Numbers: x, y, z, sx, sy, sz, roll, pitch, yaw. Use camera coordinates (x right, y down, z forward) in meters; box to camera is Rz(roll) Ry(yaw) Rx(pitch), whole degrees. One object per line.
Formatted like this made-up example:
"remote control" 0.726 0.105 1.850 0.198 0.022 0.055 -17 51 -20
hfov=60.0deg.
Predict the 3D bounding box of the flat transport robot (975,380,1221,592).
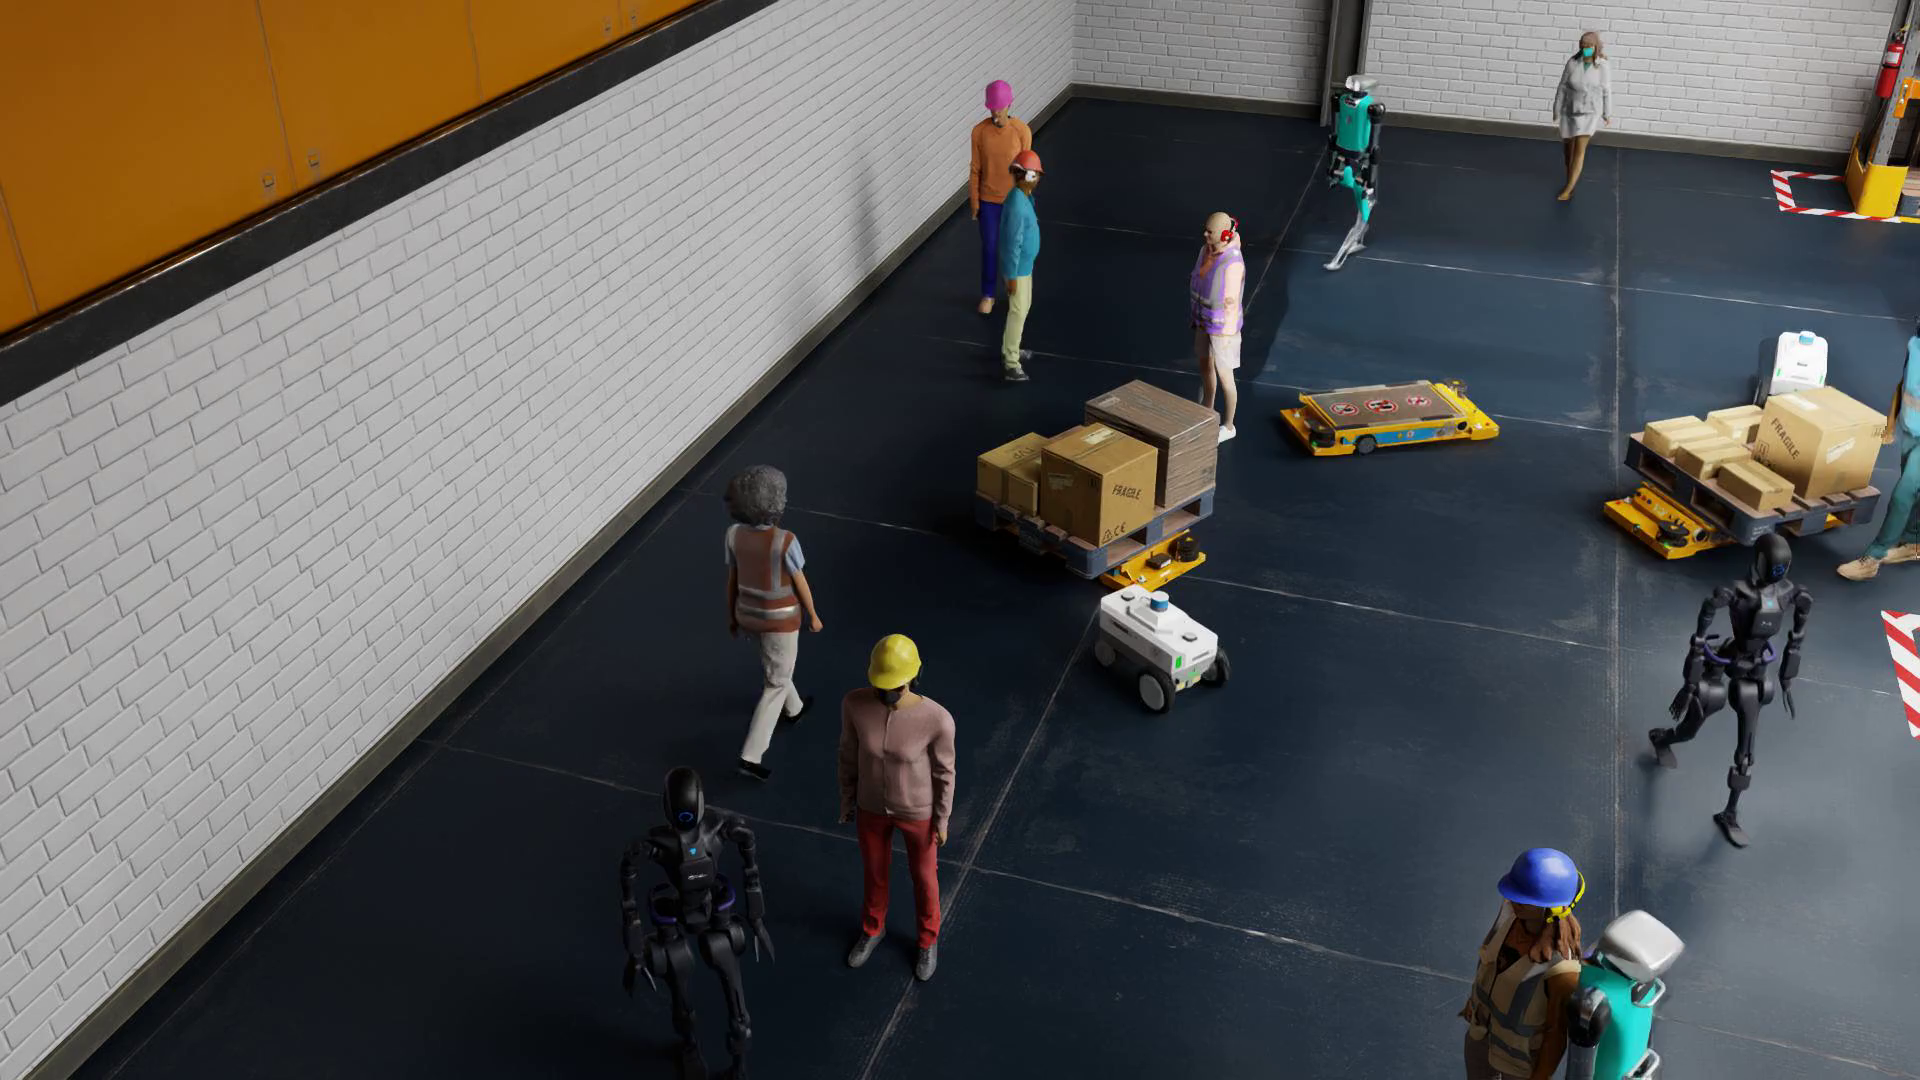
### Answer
"flat transport robot" 0.828 -0.073 10.750 0.659 0.231 1.431 -26 39 -37

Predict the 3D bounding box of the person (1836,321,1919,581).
"person" 5.803 -0.609 10.131 0.802 1.824 0.556 -6 31 -10

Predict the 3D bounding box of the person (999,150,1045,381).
"person" 0.461 -2.101 12.773 0.336 1.711 0.760 5 31 9

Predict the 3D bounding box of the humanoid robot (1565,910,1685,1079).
"humanoid robot" 2.328 2.070 5.626 0.709 1.766 0.539 26 39 37

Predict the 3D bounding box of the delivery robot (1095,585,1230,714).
"delivery robot" 1.116 0.570 9.369 0.499 0.589 0.785 -21 36 -31

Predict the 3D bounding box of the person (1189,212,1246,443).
"person" 1.814 -1.515 11.806 0.353 1.685 0.486 -14 33 -22

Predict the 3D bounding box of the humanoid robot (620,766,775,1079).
"humanoid robot" -1.043 1.566 6.574 0.612 1.642 0.476 -11 32 -19

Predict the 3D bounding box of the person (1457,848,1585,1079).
"person" 1.987 1.820 6.040 0.307 1.777 0.475 -8 31 -14

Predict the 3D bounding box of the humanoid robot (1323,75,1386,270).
"humanoid robot" 3.548 -3.249 14.711 0.963 1.758 0.551 -24 38 -34

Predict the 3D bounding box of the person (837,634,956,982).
"person" -0.276 1.154 7.183 0.524 1.770 0.303 9 32 14

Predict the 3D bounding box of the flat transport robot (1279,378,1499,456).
"flat transport robot" 3.132 -0.896 12.149 1.431 0.231 0.659 -7 31 -11

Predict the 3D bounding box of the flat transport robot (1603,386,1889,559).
"flat transport robot" 5.066 -0.211 10.984 1.431 0.231 0.659 -10 32 -16

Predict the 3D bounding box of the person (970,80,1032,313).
"person" 0.332 -2.821 13.751 0.516 1.973 0.402 4 31 6

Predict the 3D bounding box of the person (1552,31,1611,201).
"person" 6.190 -4.264 16.540 0.539 1.617 0.798 18 35 28

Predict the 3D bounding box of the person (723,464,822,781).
"person" -1.006 0.414 8.557 0.465 1.656 0.816 15 34 24

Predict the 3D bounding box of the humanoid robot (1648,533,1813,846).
"humanoid robot" 3.812 0.640 8.206 0.591 1.627 0.816 -1 30 -2

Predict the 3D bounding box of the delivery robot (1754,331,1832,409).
"delivery robot" 6.300 -1.271 12.504 0.499 0.593 0.789 13 33 21
